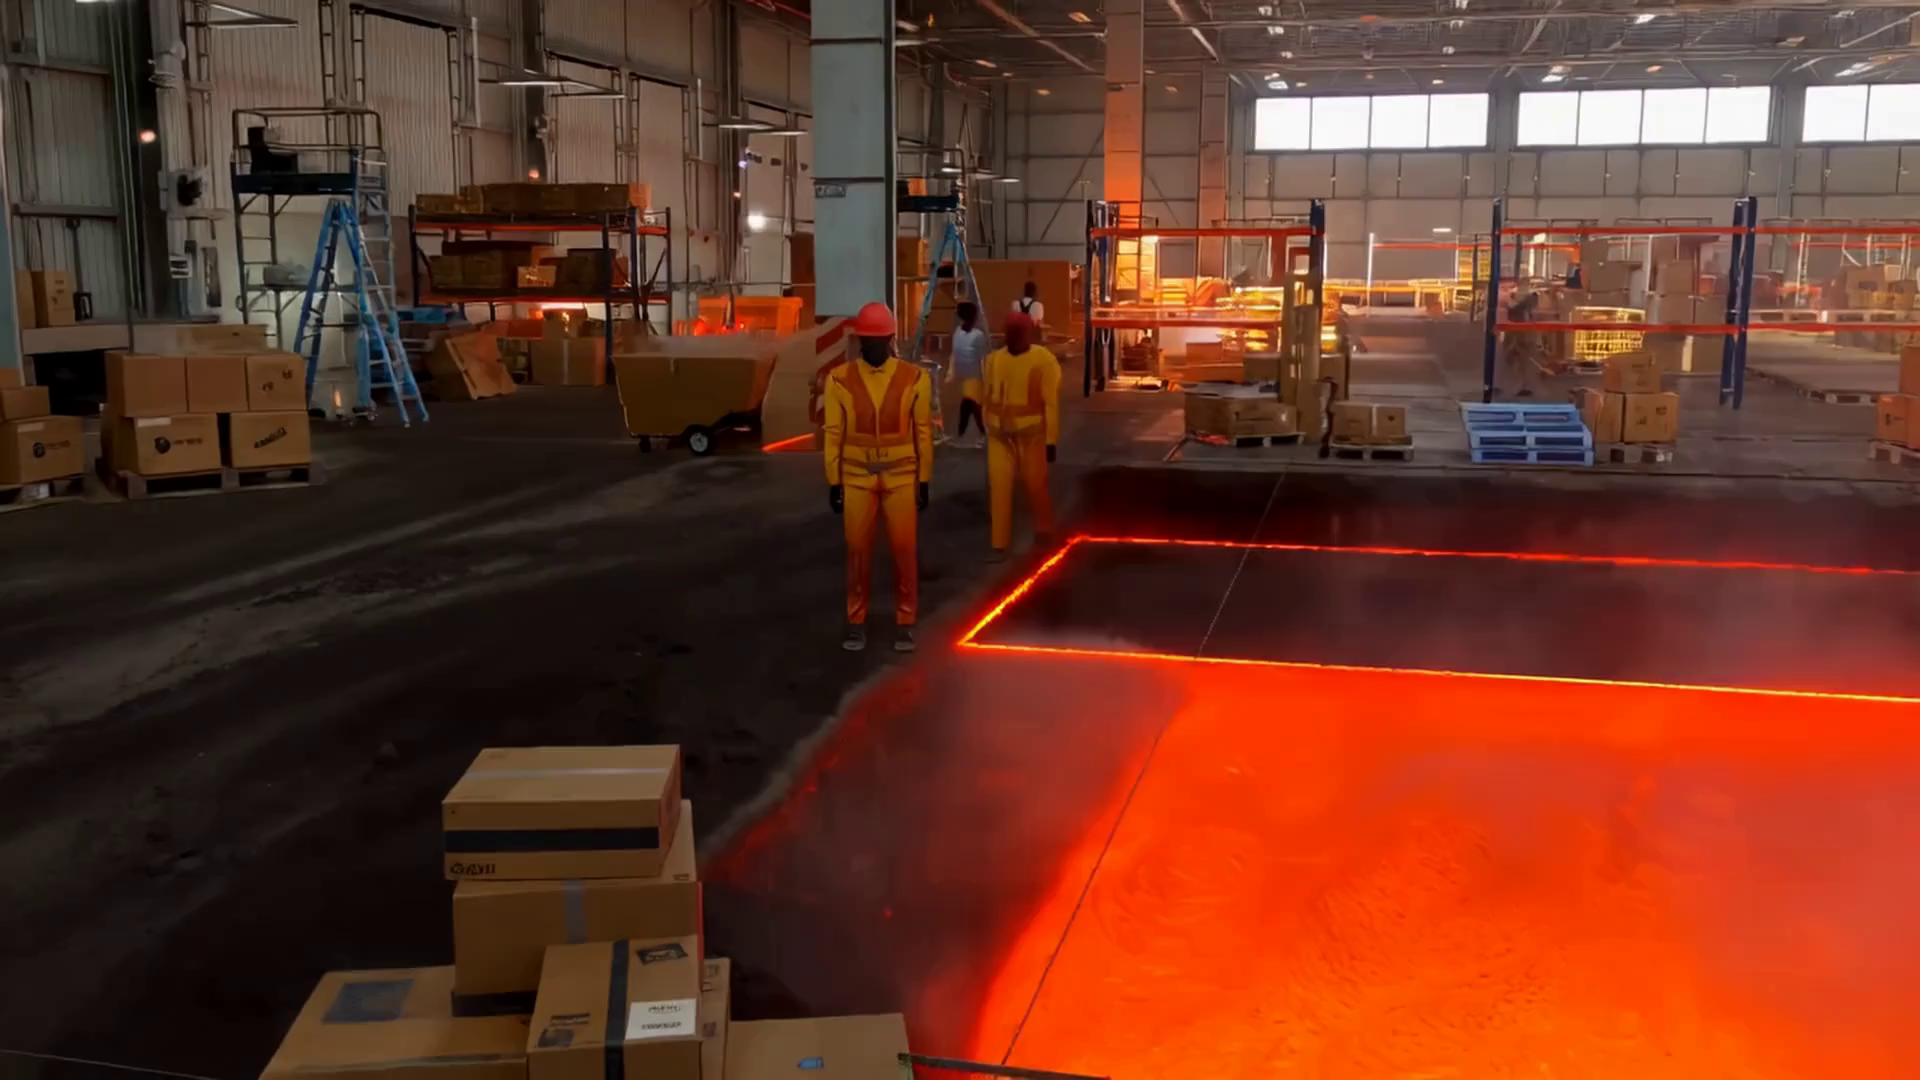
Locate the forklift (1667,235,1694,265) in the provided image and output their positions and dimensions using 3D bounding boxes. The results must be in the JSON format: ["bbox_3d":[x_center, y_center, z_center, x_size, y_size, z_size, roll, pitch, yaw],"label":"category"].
[{"bbox_3d":[21.149,-7.581,49.039,1.129,2.768,1.873,-7,12,-35],"label":"forklift"}]

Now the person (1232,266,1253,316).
[{"bbox_3d":[8.720,-7.513,51.410,0.629,1.940,0.376,0,10,0],"label":"person"}]

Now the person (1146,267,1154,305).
[{"bbox_3d":[6.589,-8.527,57.665,0.347,1.854,0.697,-3,10,-18],"label":"person"}]

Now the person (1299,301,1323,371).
[{"bbox_3d":[6.774,-4.122,32.035,0.484,1.739,0.320,-3,10,-20],"label":"person"}]

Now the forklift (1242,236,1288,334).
[{"bbox_3d":[8.450,-6.728,44.019,1.873,2.768,1.129,2,10,14],"label":"forklift"}]

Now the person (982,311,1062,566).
[{"bbox_3d":[0.447,-0.757,12.054,0.634,1.802,0.963,4,10,22],"label":"person"}]

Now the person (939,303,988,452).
[{"bbox_3d":[0.029,-1.822,18.725,0.842,1.661,0.553,-6,11,-32],"label":"person"}]

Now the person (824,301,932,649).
[{"bbox_3d":[-0.455,-0.347,9.234,0.601,1.940,0.412,0,10,-1],"label":"person"}]

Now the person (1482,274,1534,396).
[{"bbox_3d":[8.628,-3.186,26.040,0.867,1.909,0.634,-2,10,-14],"label":"person"}]

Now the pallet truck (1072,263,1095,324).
[{"bbox_3d":[4.325,-8.180,55.162,0.823,1.965,1.885,6,11,31],"label":"pallet truck"}]

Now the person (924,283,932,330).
[{"bbox_3d":[-0.852,-7.340,50.426,0.543,1.929,0.387,-8,12,-38],"label":"person"}]

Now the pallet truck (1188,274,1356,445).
[{"bbox_3d":[3.653,-2.138,19.590,1.885,1.965,0.823,-4,10,-20],"label":"pallet truck"}]

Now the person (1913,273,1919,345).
[{"bbox_3d":[18.176,-4.113,31.443,0.391,1.922,0.593,3,10,16],"label":"person"}]

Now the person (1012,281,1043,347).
[{"bbox_3d":[1.031,-3.105,25.835,0.517,1.817,0.858,1,10,8],"label":"person"}]

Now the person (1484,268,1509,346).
[{"bbox_3d":[13.144,-5.699,40.796,0.564,1.918,0.673,3,10,18],"label":"person"}]
